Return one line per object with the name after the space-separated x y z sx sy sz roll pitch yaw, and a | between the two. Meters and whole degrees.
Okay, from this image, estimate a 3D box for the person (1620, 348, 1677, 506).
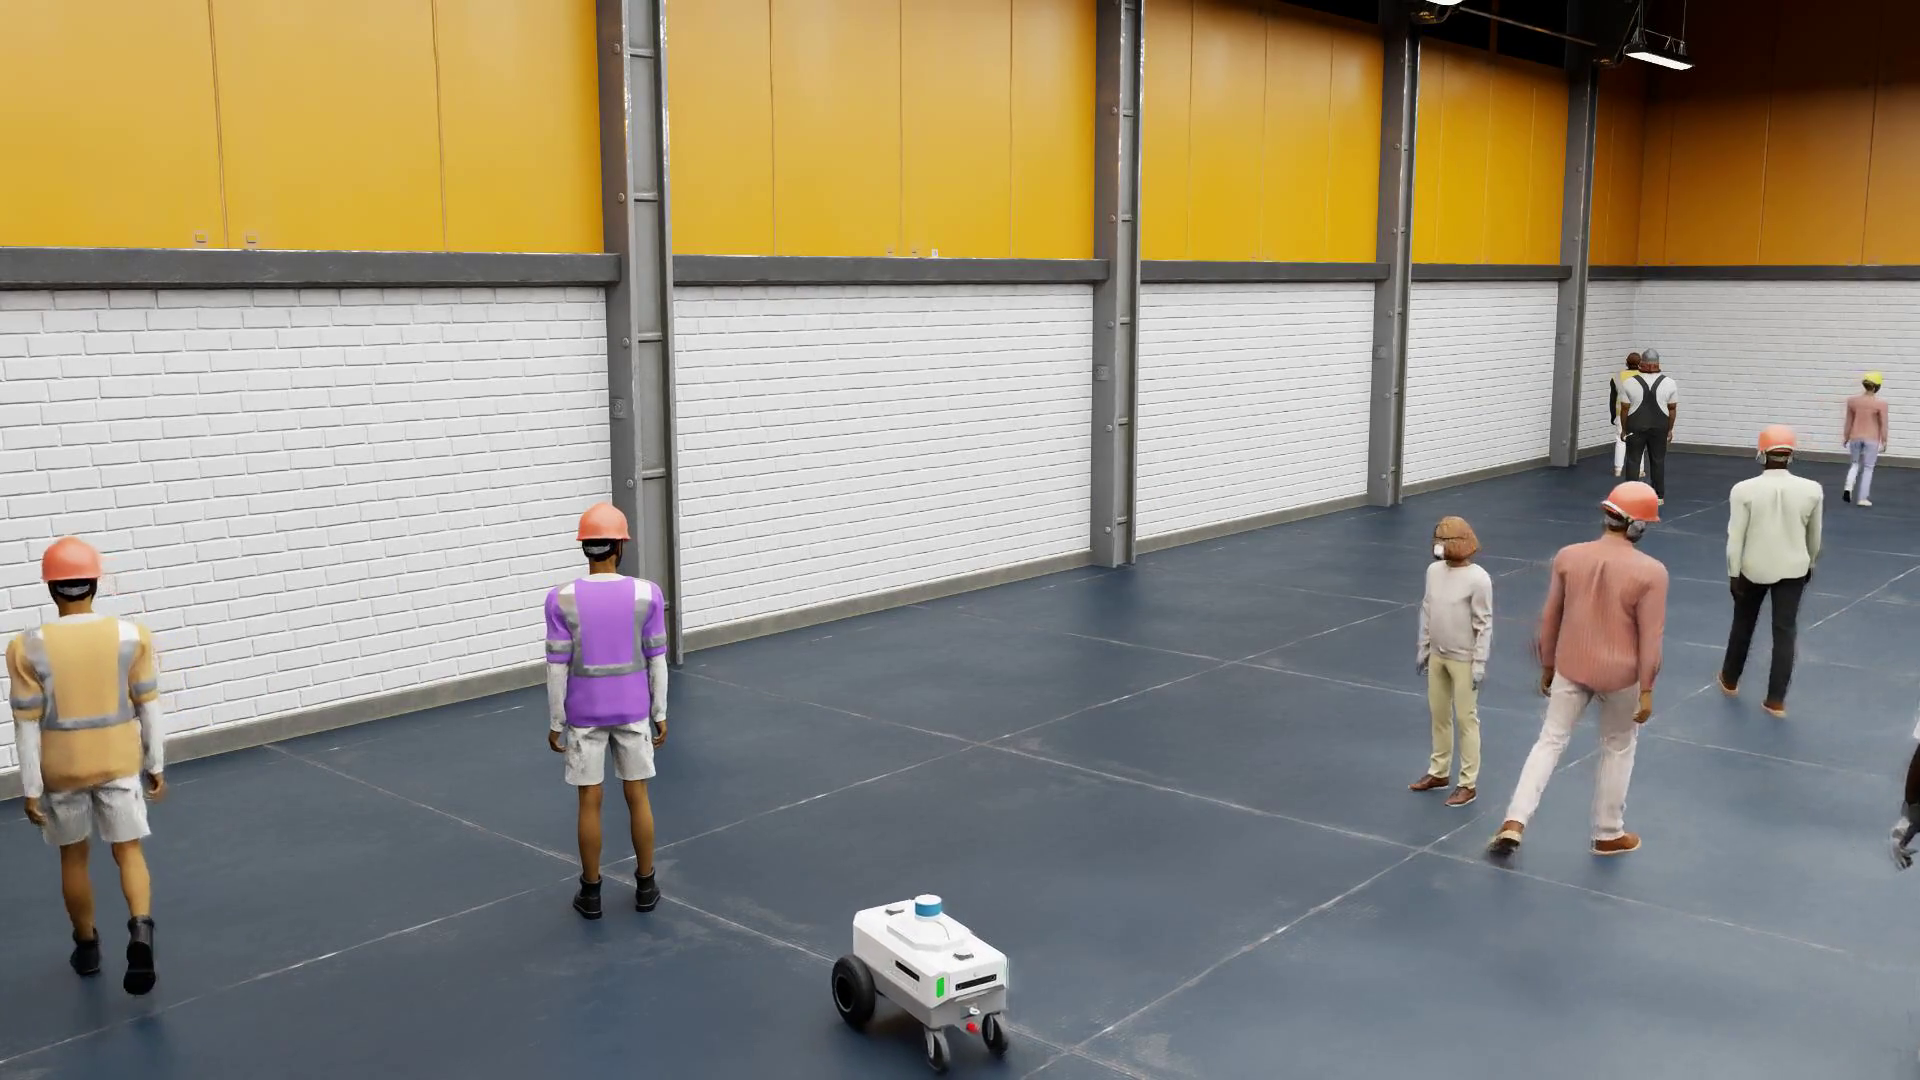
8.893 -1.464 21.552 0.683 2.000 0.538 3 10 18 | person

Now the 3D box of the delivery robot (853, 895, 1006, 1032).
-0.124 1.629 6.484 0.477 0.478 0.707 -6 11 -32 | delivery robot

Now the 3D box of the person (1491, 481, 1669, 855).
3.178 0.681 8.406 0.792 1.959 0.645 -9 13 -44 | person

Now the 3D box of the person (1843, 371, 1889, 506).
11.662 -1.299 21.410 0.390 1.751 0.546 -7 11 -36 | person

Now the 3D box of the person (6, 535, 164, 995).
-3.578 0.942 6.866 0.551 1.917 0.787 -6 11 -35 | person

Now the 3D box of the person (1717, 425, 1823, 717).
5.582 0.185 11.482 0.620 1.953 0.876 2 9 15 | person

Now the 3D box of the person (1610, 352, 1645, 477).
9.924 -1.848 24.578 0.626 1.847 0.429 5 10 27 | person

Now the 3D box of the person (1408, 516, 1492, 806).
2.790 0.678 9.407 0.299 1.626 0.529 -4 10 -25 | person

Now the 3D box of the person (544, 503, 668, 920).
-1.640 0.791 7.735 0.553 1.928 0.367 -3 9 -18 | person

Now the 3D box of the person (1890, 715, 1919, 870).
3.904 1.051 6.164 0.982 1.905 0.632 -7 11 -37 | person
